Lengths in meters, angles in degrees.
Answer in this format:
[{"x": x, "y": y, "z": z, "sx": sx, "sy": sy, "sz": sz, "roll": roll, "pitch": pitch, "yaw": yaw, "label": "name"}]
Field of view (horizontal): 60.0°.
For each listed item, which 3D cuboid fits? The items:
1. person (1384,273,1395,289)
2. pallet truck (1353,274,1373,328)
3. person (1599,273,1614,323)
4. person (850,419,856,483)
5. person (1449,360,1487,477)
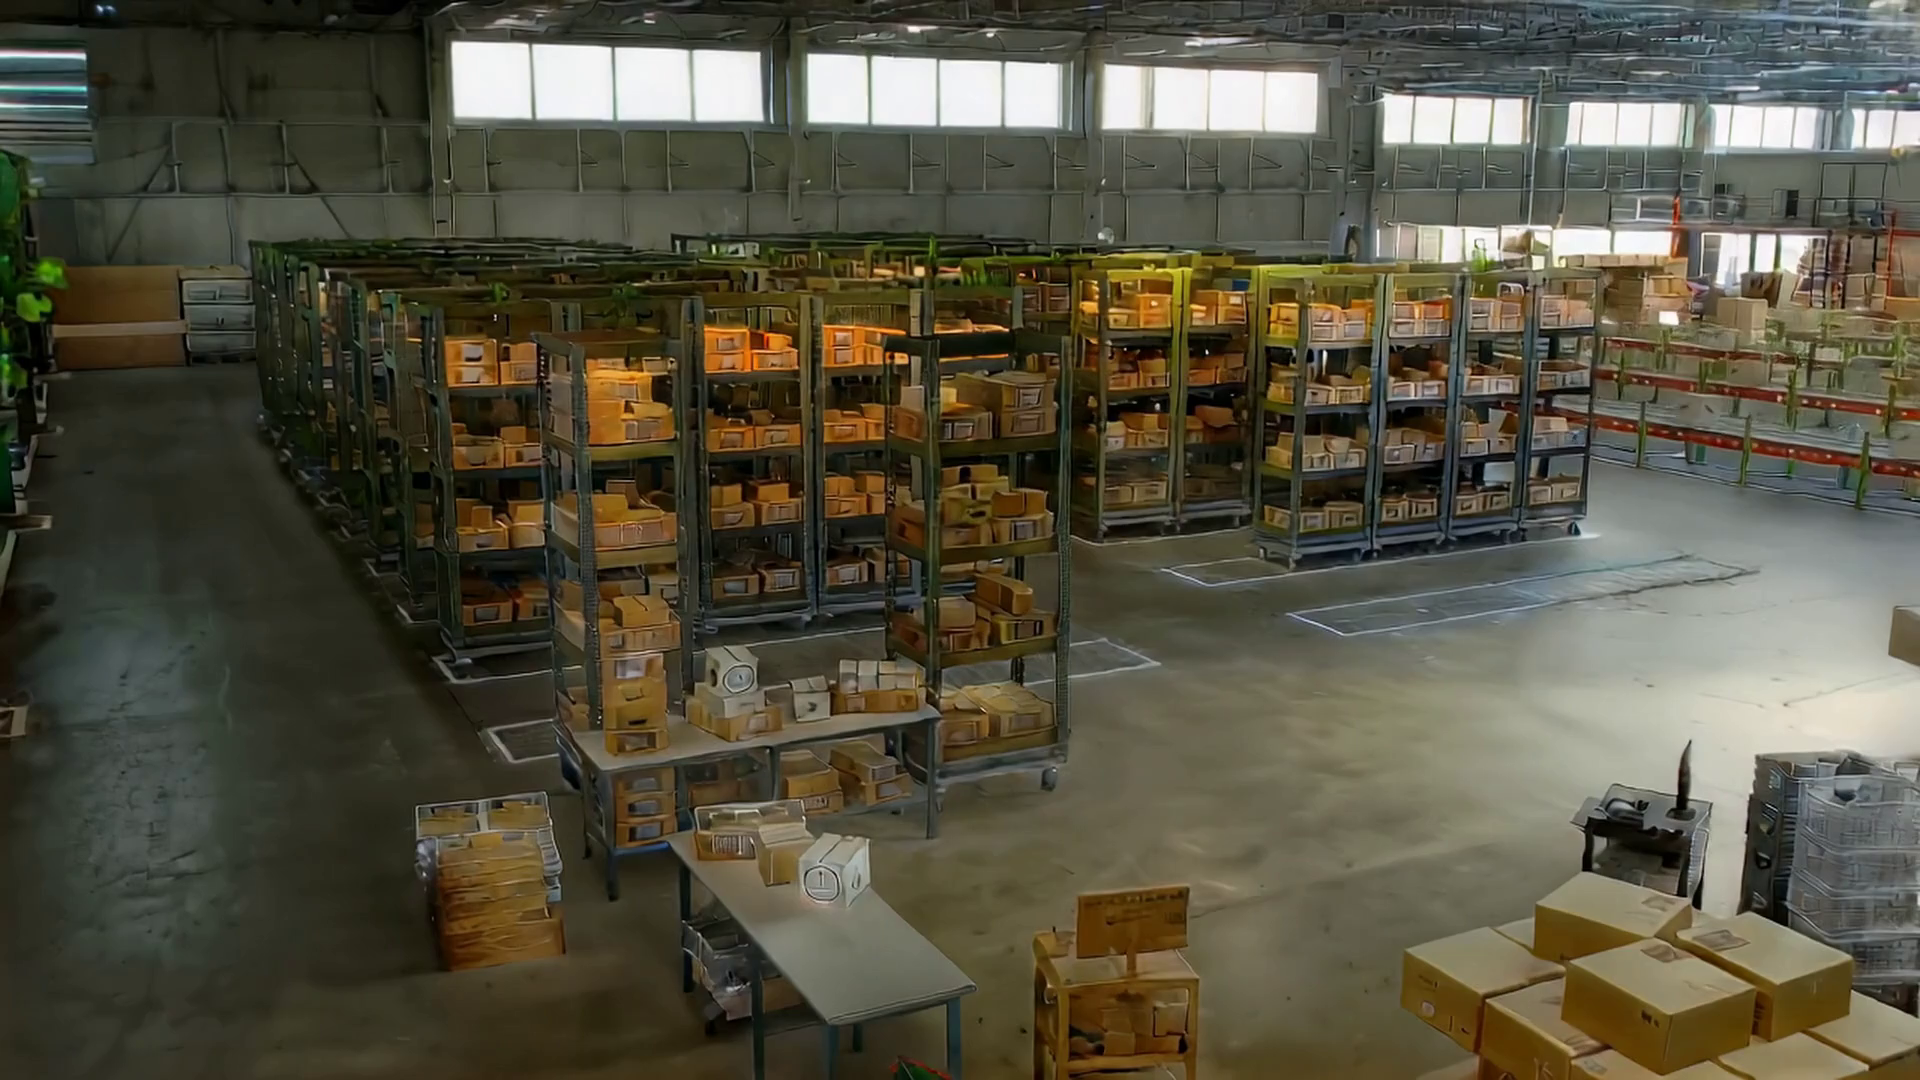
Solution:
[{"x": 13.689, "y": -7.656, "z": 53.615, "sx": 0.410, "sy": 1.909, "sz": 0.643, "roll": -9, "pitch": 15, "yaw": -36, "label": "person"}, {"x": 13.011, "y": -8.050, "z": 55.243, "sx": 0.823, "sy": 1.965, "sz": 1.885, "roll": -7, "pitch": 14, "yaw": -28, "label": "pallet truck"}, {"x": 19.759, "y": -7.132, "z": 50.881, "sx": 0.423, "sy": 2.026, "sz": 0.627, "roll": 1, "pitch": 12, "yaw": 5, "label": "person"}, {"x": -1.828, "y": -1.503, "z": 25.130, "sx": 0.614, "sy": 1.787, "sz": 0.942, "roll": -9, "pitch": 15, "yaw": -35, "label": "person"}, {"x": 8.314, "y": -2.026, "z": 27.327, "sx": 0.602, "sy": 1.901, "sz": 0.977, "roll": -1, "pitch": 12, "yaw": -7, "label": "person"}]
